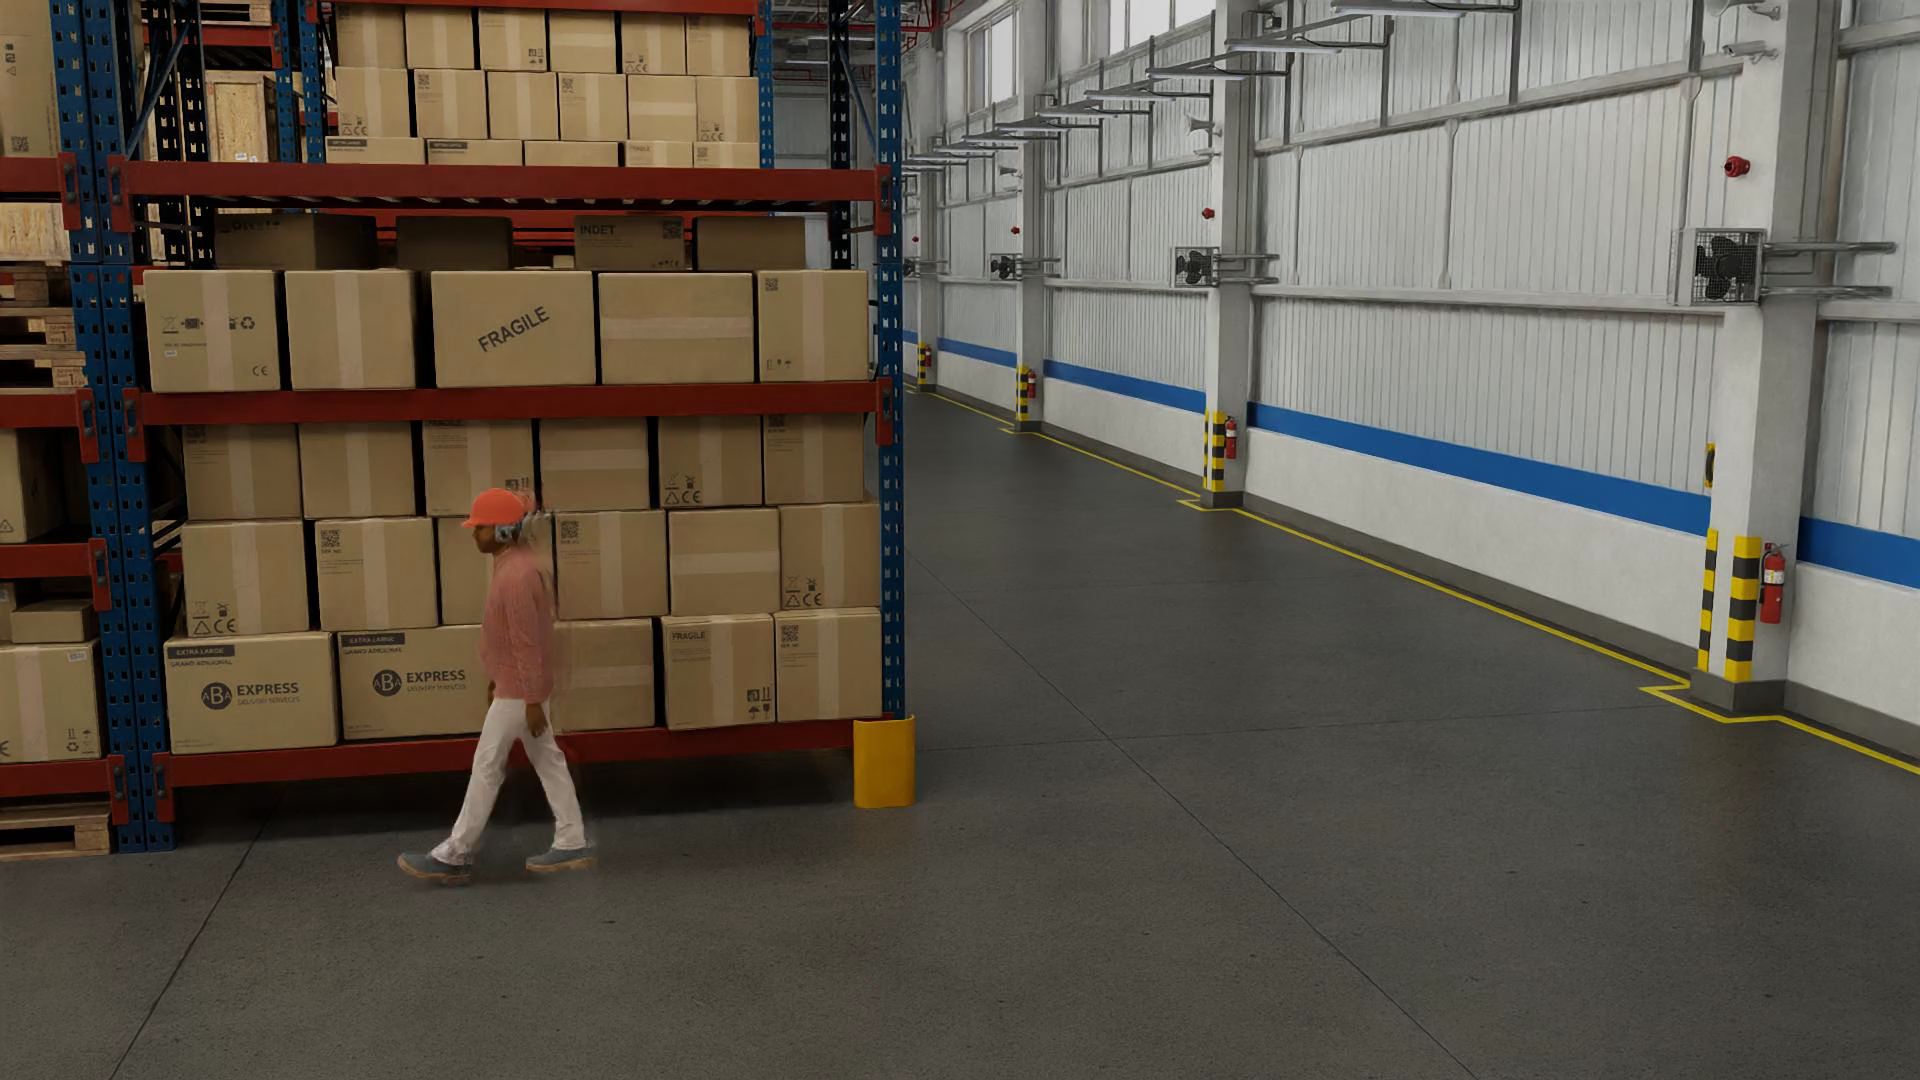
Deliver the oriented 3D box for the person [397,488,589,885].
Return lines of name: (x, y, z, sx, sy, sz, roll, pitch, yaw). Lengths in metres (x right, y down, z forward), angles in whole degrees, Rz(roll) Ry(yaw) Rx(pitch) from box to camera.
person: (-2.321, 0.722, 8.192, 0.978, 1.952, 0.657, -2, 10, -12)
